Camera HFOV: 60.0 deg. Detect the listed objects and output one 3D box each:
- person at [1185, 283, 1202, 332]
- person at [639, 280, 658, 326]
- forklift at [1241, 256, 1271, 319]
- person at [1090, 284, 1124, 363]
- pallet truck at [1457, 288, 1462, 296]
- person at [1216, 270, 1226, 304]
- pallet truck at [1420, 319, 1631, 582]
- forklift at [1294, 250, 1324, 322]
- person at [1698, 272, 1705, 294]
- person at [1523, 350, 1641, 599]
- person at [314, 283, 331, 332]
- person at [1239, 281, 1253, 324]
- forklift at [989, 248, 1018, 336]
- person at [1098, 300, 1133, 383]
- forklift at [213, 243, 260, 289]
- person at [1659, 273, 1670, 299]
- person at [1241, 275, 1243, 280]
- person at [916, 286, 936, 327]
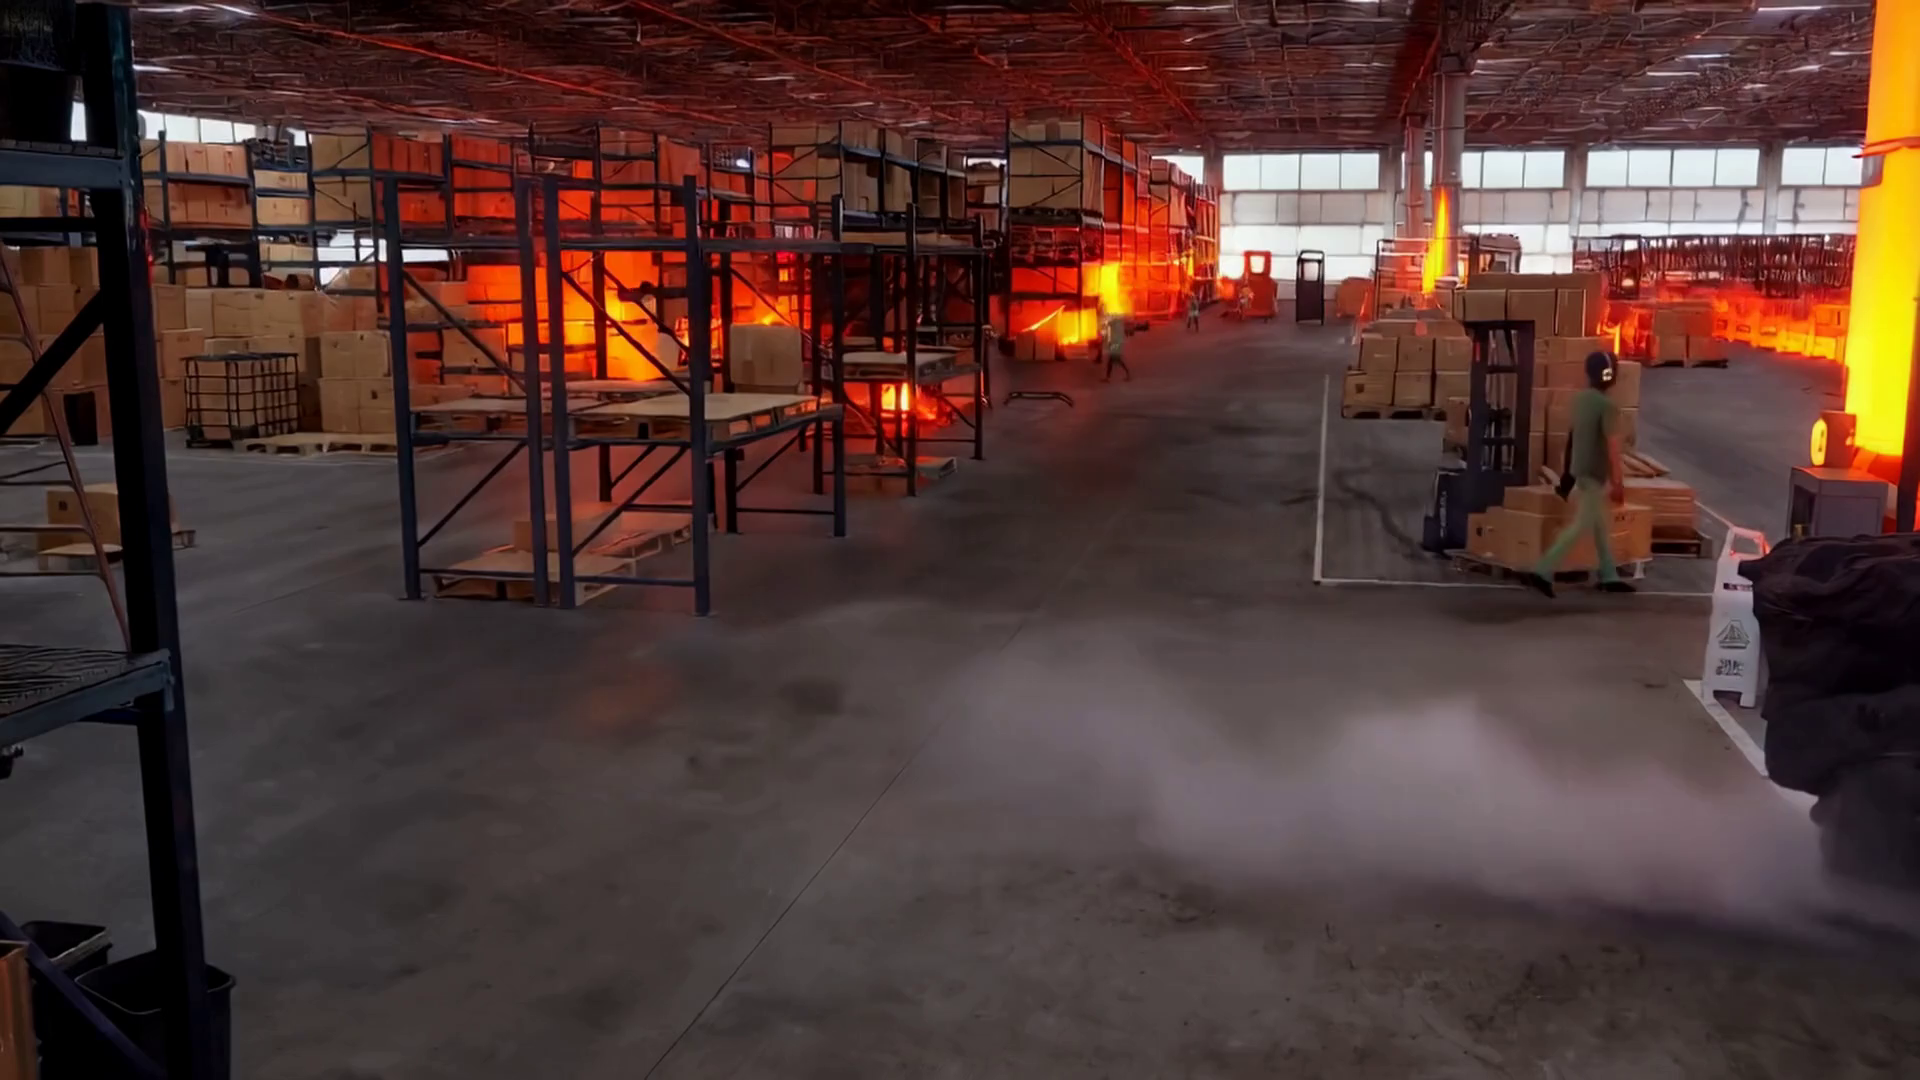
[{"bbox_3d":[7.911,-7.885,56.511,0.551,1.652,0.853,-3,10,-18],"label":"person"},{"bbox_3d":[-7.823,-5.480,41.401,0.795,1.939,0.602,7,12,36],"label":"person"},{"bbox_3d":[12.199,-10.477,68.249,1.129,2.768,1.873,2,10,12],"label":"forklift"},{"bbox_3d":[3.528,-5.184,39.860,0.807,1.892,0.607,-3,10,-15],"label":"person"},{"bbox_3d":[20.506,-9.785,68.819,0.653,1.274,1.630,2,10,12],"label":"pallet truck"},{"bbox_3d":[14.525,-14.161,93.018,0.482,1.892,0.622,-6,11,-33],"label":"person"},{"bbox_3d":[4.543,-0.757,13.299,0.823,1.965,1.885,-4,10,-22],"label":"pallet truck"},{"bbox_3d":[13.778,-10.002,65.433,1.129,2.768,1.873,2,10,12],"label":"forklift"},{"bbox_3d":[39.430,-13.330,88.326,0.812,1.808,0.599,0,10,0],"label":"person"},{"bbox_3d":[4.582,-0.468,12.127,0.973,1.837,0.529,-2,10,-11],"label":"person"},{"bbox_3d":[-16.756,-5.771,43.384,0.959,1.869,0.655,1,10,6],"label":"person"},{"bbox_3d":[10.837,-8.999,63.082,0.537,1.674,0.528,1,10,8],"label":"person"},{"bbox_3d":[1.292,-7.704,51.829,1.129,2.768,1.873,2,10,12],"label":"forklift"},{"bbox_3d":[3.155,-3.979,33.350,0.830,1.666,0.527,6,11,30],"label":"person"},{"bbox_3d":[-15.697,-5.087,36.327,1.129,2.768,1.873,2,10,12],"label":"forklift"},{"bbox_3d":[31.226,-10.874,73.584,0.960,1.870,0.635,1,10,9],"label":"person"},{"bbox_3d":[15.460,-13.729,90.960,0.843,1.714,0.487,9,13,44],"label":"person"},{"bbox_3d":[-0.735,-4.363,34.941,0.449,1.907,0.595,-9,13,-42],"label":"person"}]
